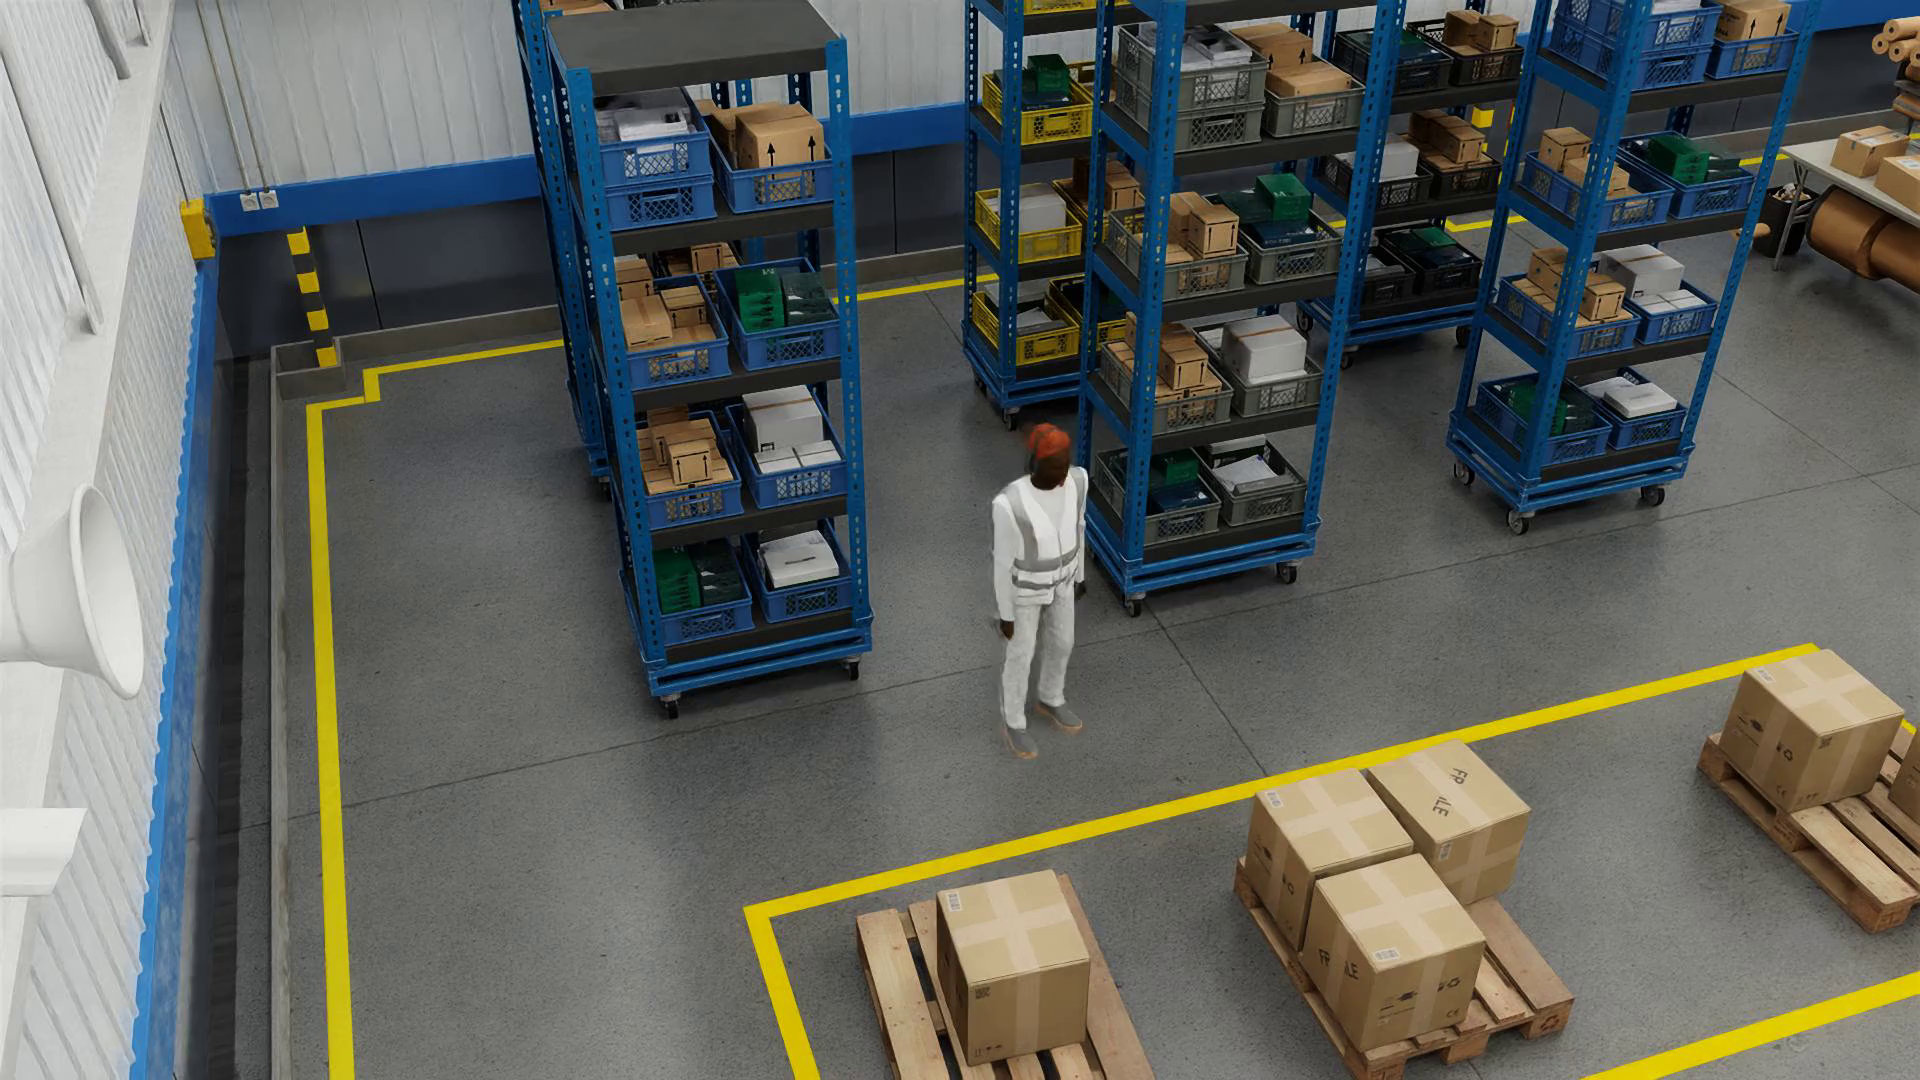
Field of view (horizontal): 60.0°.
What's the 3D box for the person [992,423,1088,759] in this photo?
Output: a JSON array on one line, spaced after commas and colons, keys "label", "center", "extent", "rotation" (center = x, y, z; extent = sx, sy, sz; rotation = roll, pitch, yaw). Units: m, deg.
[{"label": "person", "center": [0.405, 0.246, 8.316], "extent": [0.595, 1.875, 0.368], "rotation": [-22, 41, -28]}]
